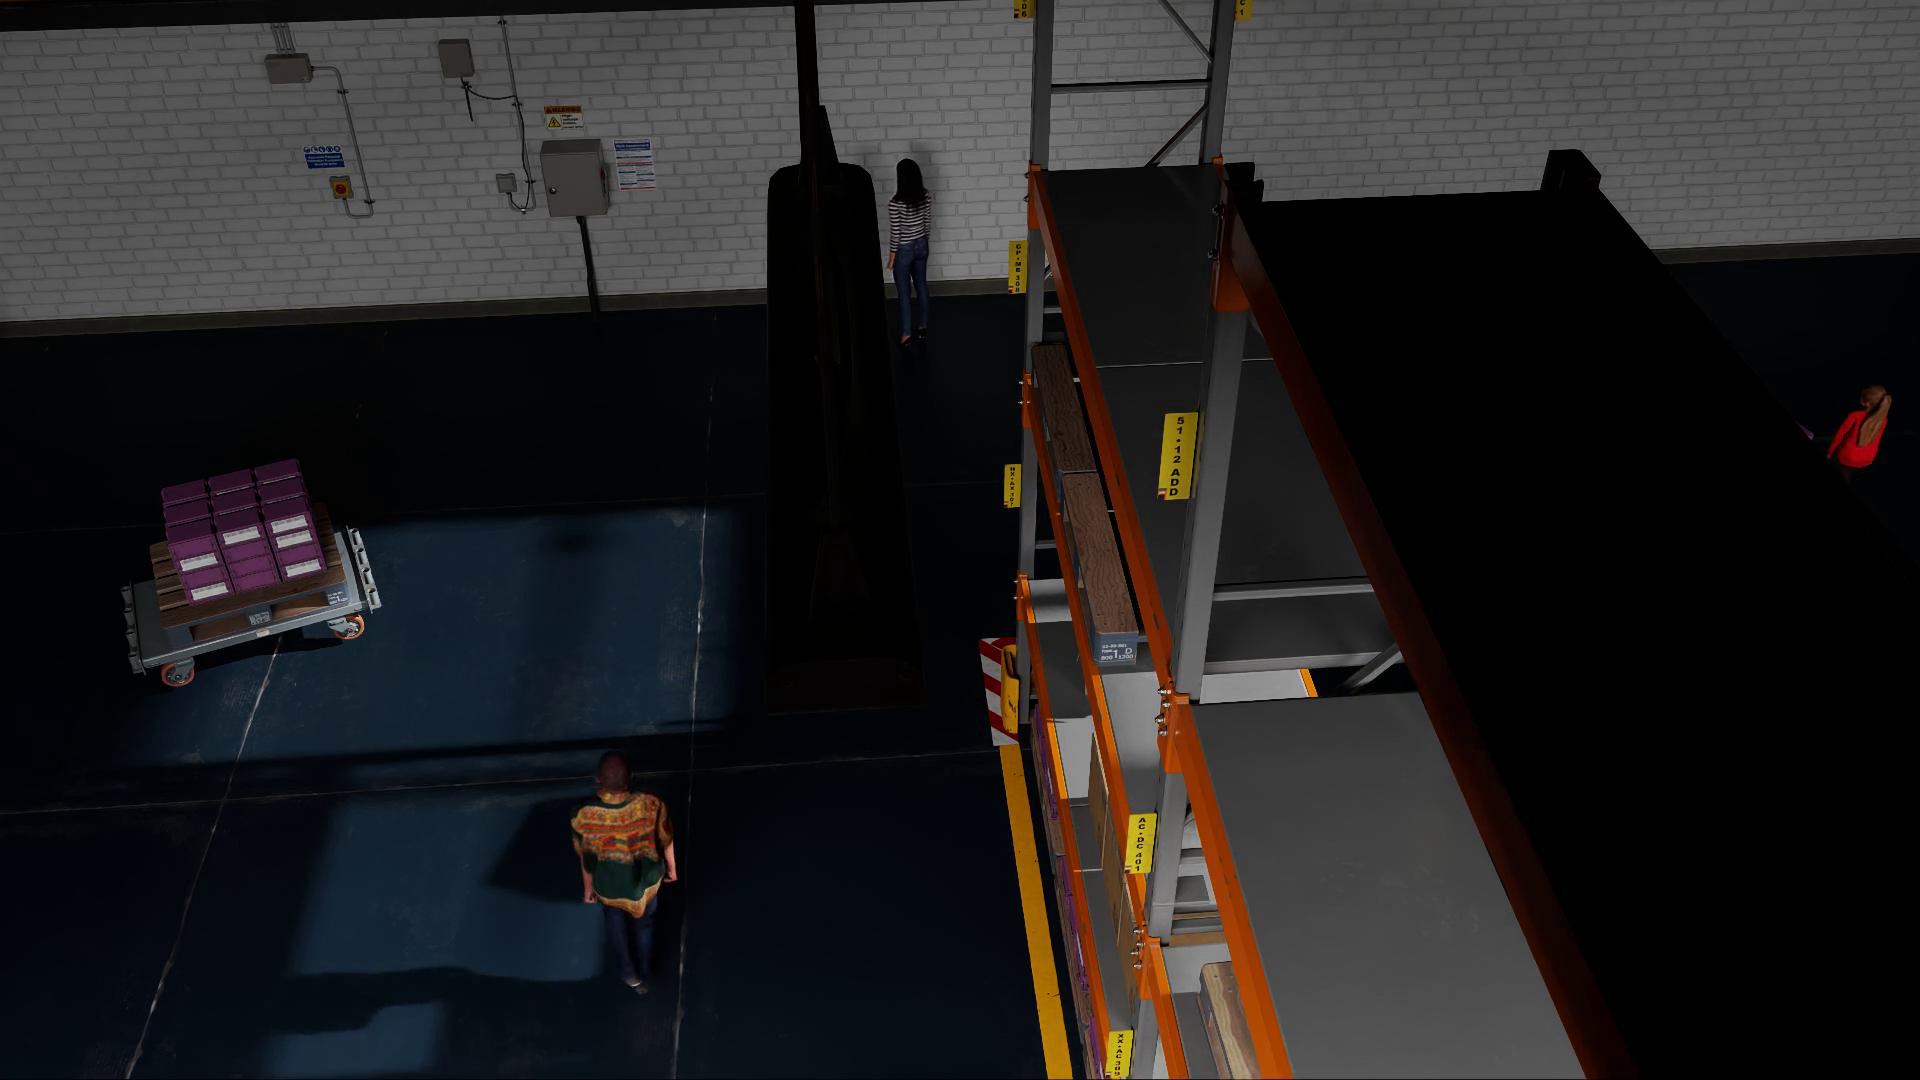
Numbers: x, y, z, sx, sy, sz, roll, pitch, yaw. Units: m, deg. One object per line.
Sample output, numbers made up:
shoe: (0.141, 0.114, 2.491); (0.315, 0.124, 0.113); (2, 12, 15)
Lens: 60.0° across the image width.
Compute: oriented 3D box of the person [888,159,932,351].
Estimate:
person: (-0.435, -2.496, 14.535); (0.643, 1.797, 0.653); (-26, 46, -29)

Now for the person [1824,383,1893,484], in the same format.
person: (6.768, -0.582, 12.573); (0.531, 1.256, 0.923); (-6, 39, -8)

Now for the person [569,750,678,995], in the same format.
person: (-1.813, 1.888, 9.047); (0.703, 1.795, 0.662); (-5, 39, -7)
